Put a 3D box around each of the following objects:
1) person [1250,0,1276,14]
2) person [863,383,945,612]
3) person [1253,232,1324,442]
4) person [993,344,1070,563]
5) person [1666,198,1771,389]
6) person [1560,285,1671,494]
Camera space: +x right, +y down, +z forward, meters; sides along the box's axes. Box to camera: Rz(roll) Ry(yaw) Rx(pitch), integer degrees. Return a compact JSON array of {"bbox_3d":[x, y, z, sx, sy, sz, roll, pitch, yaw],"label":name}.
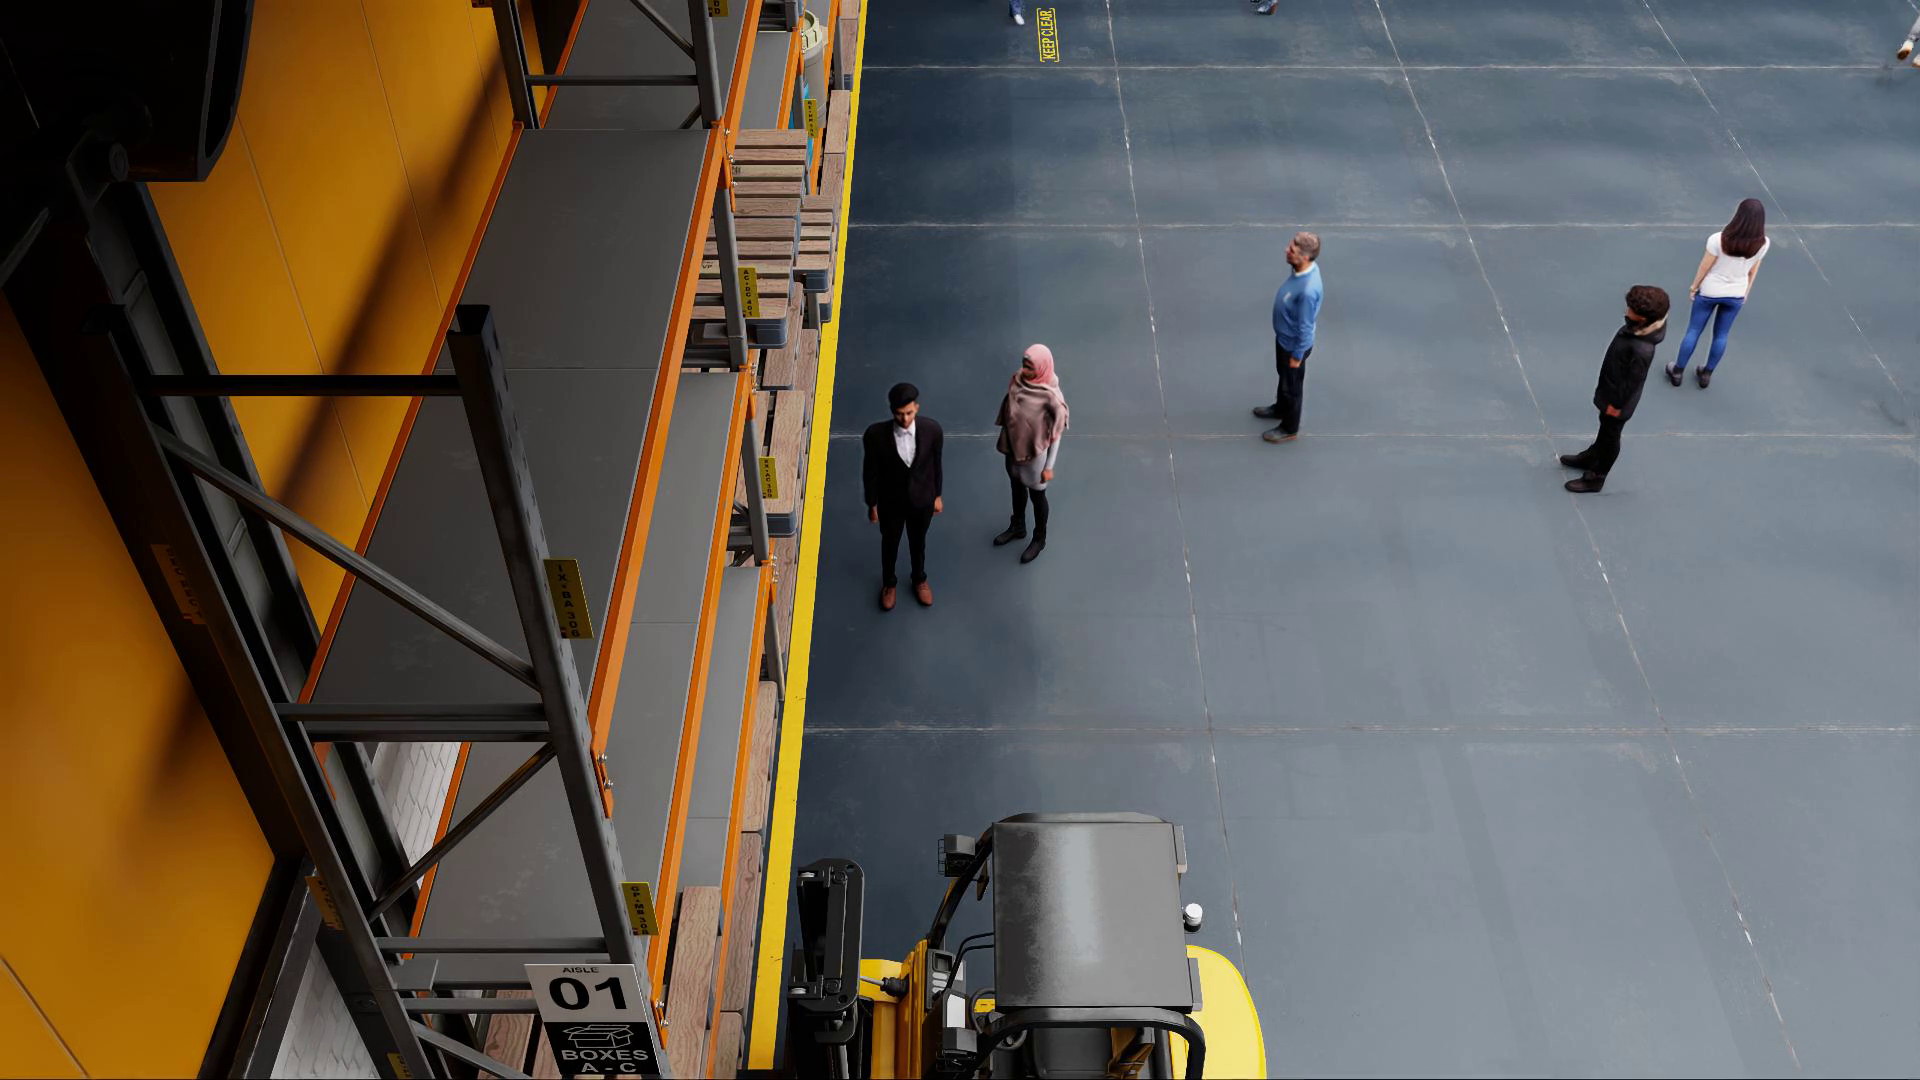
[{"bbox_3d":[3.352,-6.387,17.791,0.739,1.593,0.527,5,44,5],"label":"person"},{"bbox_3d":[-0.367,-0.280,11.238,0.729,1.789,0.609,-7,44,-7],"label":"person"},{"bbox_3d":[2.525,-1.546,12.548,0.713,1.817,0.481,-1,44,-1],"label":"person"},{"bbox_3d":[0.487,-0.617,11.581,0.737,1.804,0.797,34,53,31],"label":"person"},{"bbox_3d":[5.961,-1.910,13.027,0.634,1.683,0.593,9,44,9],"label":"person"},{"bbox_3d":[4.818,-1.105,12.114,0.732,1.775,0.603,8,44,9],"label":"person"}]
